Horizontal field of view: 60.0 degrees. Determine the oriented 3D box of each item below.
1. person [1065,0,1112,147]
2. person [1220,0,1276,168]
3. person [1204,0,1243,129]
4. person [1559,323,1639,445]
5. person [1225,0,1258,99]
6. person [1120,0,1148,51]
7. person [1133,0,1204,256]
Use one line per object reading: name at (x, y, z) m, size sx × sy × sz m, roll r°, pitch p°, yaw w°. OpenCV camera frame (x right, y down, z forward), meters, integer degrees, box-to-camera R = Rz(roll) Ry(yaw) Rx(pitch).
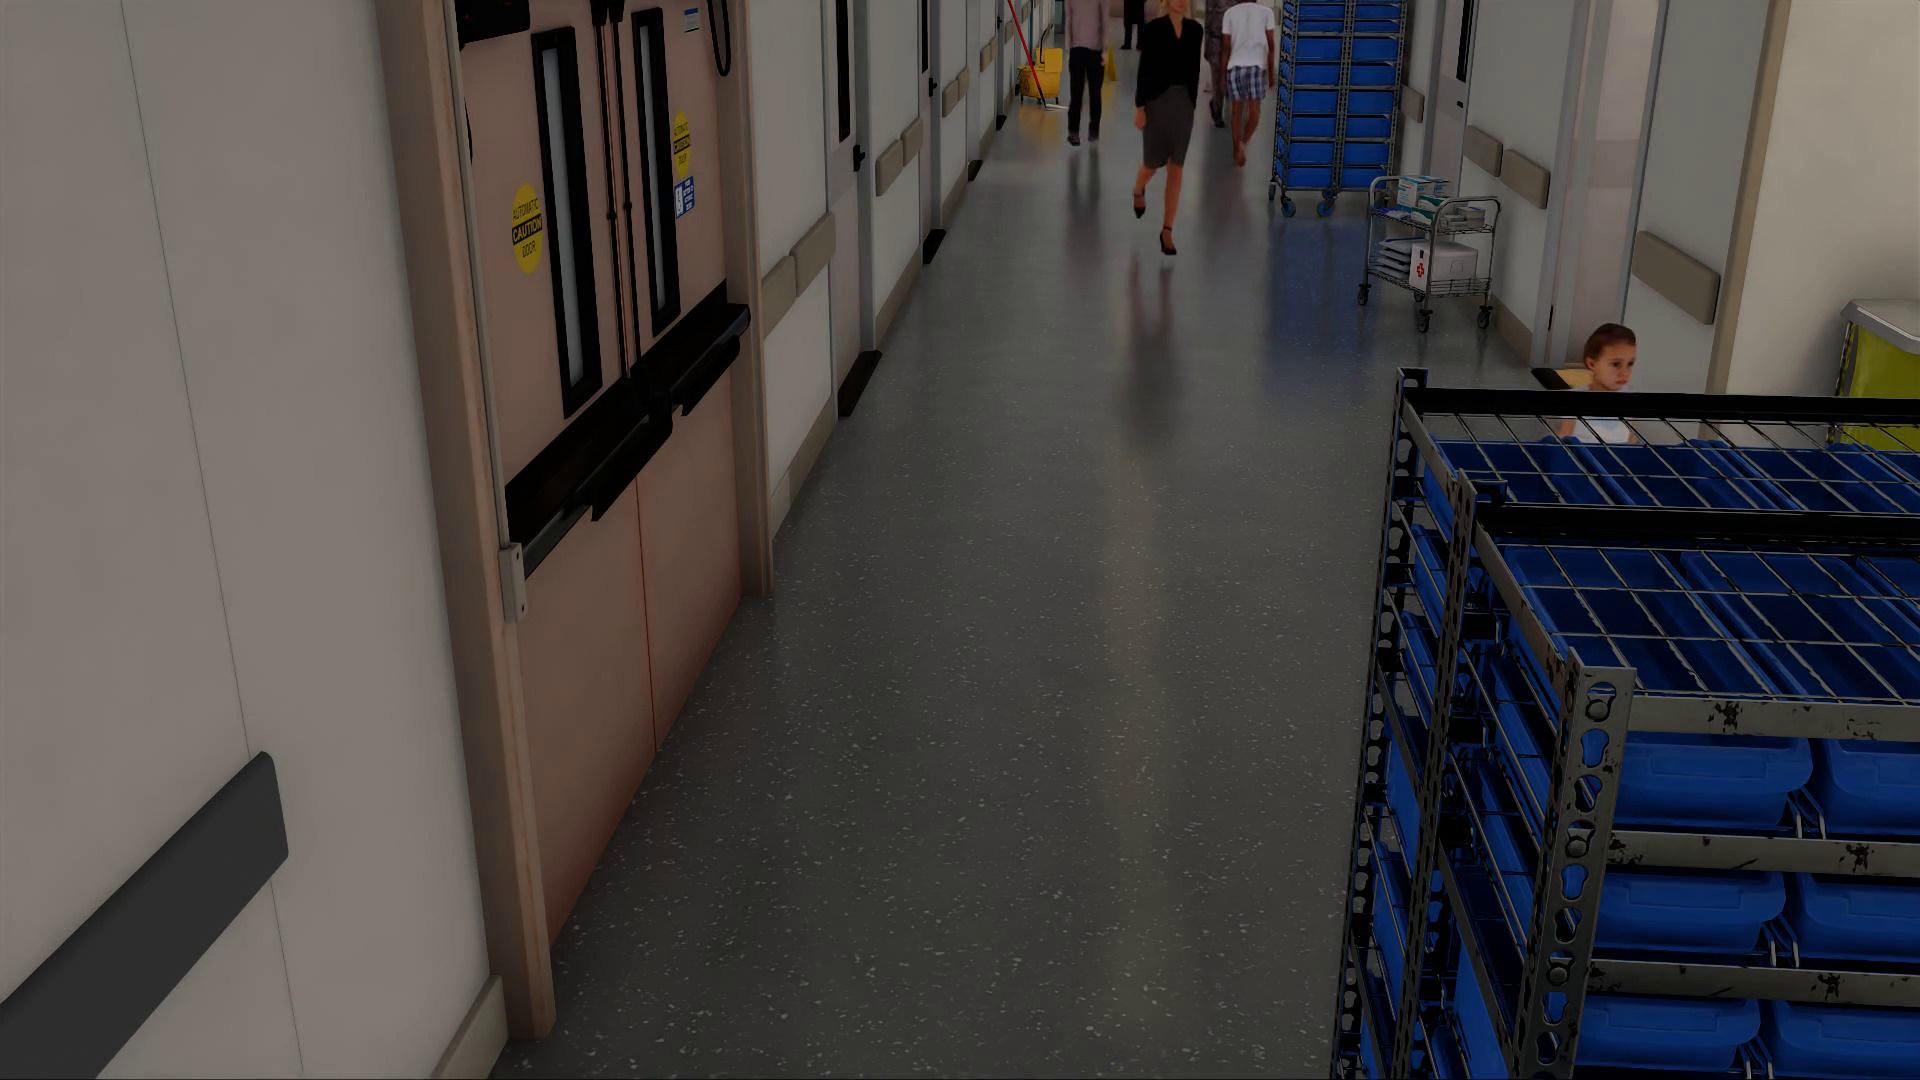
person at (1.304, -4.833, 16.620) m, size 0.783 × 1.756 × 1.243 m, roll 5°, pitch 21°, yaw 13°
person at (2.598, -4.231, 15.105) m, size 0.821 × 1.705 × 1.105 m, roll 7°, pitch 22°, yaw 17°
person at (2.853, -5.383, 18.144) m, size 0.698 × 1.705 × 0.974 m, roll -2°, pitch 21°, yaw -6°
person at (2.078, -0.222, 5.489) m, size 0.441 × 1.017 × 0.442 m, roll -1°, pitch 21°, yaw -3°
person at (3.524, -6.449, 21.023) m, size 0.626 × 1.660 × 0.575 m, roll 6°, pitch 22°, yaw 16°
person at (2.991, -9.347, 28.432) m, size 0.705 × 1.832 × 0.665 m, roll -6°, pitch 21°, yaw -15°
person at (1.388, -2.891, 11.410) m, size 0.849 × 1.814 × 1.168 m, roll -5°, pitch 21°, yaw -12°
